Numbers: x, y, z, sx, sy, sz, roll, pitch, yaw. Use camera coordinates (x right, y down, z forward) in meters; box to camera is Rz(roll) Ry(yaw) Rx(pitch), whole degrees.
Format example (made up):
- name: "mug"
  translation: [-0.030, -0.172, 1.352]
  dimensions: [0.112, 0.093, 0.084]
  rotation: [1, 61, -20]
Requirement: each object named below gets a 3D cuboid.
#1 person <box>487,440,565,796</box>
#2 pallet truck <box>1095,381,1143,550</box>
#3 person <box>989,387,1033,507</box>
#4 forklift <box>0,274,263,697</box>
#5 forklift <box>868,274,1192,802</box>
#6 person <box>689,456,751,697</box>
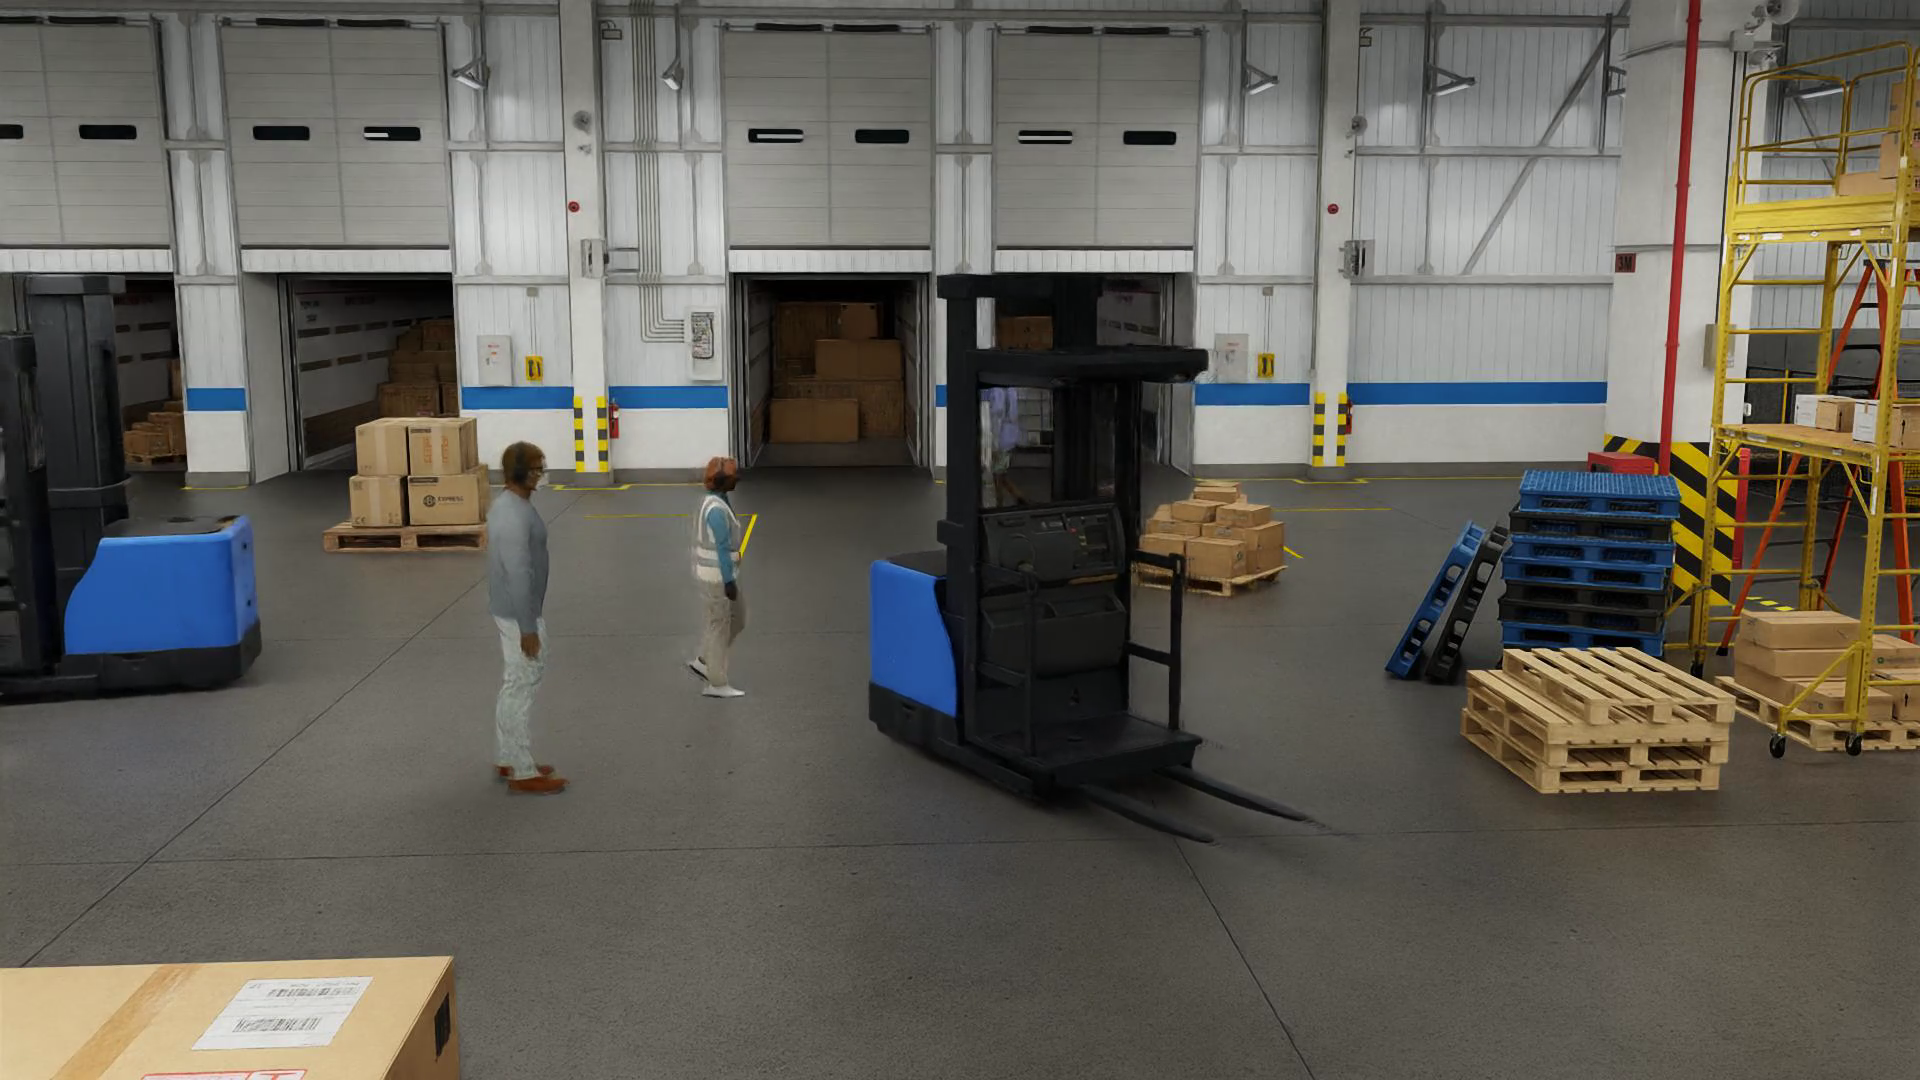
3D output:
- name: "person"
  translation: [-2.384, 0.419, 9.065]
  dimensions: [0.356, 1.936, 0.635]
  rotation: [-3, 10, -18]
- name: "pallet truck"
  translation: [2.088, -0.836, 16.757]
  dimensions: [1.885, 1.965, 0.823]
  rotation: [2, 9, 13]
- name: "person"
  translation: [0.503, -1.107, 18.682]
  dimensions: [0.508, 1.926, 0.567]
  rotation: [4, 10, 22]
- name: "forklift"
  translation: [-5.918, -0.414, 11.348]
  dimensions: [1.873, 2.768, 1.129]
  rotation: [-2, 9, -14]
- name: "forklift"
  translation: [0.336, -0.142, 9.636]
  dimensions: [1.129, 2.768, 1.873]
  rotation: [-6, 11, -32]
- name: "person"
  translation: [-1.574, 0.255, 11.083]
  dimensions: [0.371, 1.626, 0.521]
  rotation: [-1, 9, -3]
